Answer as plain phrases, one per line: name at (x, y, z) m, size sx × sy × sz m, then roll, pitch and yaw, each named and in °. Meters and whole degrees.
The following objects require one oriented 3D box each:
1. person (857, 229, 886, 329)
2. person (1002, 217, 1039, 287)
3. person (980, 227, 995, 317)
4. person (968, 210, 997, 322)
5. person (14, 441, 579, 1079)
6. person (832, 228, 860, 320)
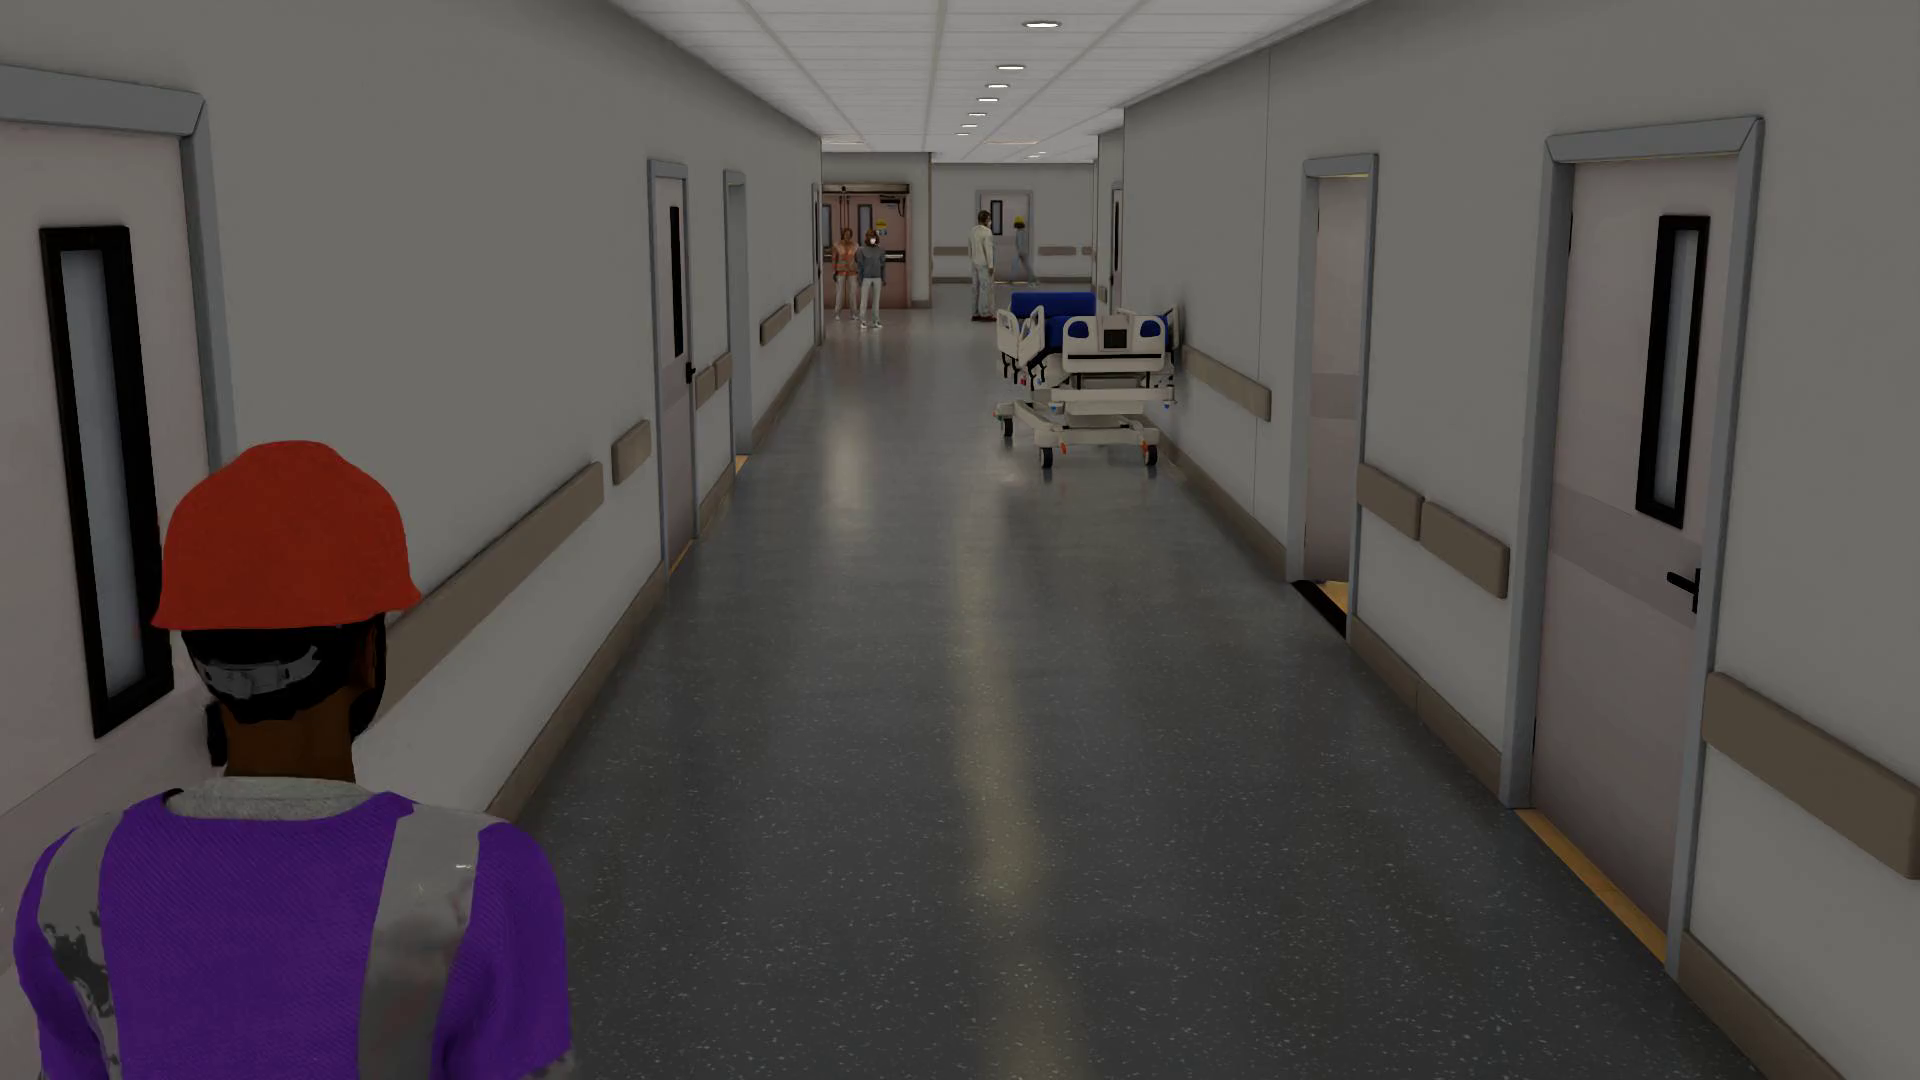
person at (-1.459, -4.317, 27.526) m, size 0.501 × 1.633 × 0.282 m, roll -5°, pitch 13°, yaw -23°
person at (1.513, -7.018, 40.521) m, size 0.894 × 1.702 × 0.499 m, roll 3°, pitch 12°, yaw 13°
person at (0.454, -4.695, 29.345) m, size 0.307 × 1.645 × 0.519 m, roll -5°, pitch 13°, yaw -24°
person at (0.384, -4.780, 29.050) m, size 0.373 × 1.936 × 0.627 m, roll -8°, pitch 14°, yaw -33°
person at (-0.655, 0.852, 1.712) m, size 0.562 × 1.901 × 0.819 m, roll 1°, pitch 12°, yaw 7°
person at (-1.993, -4.685, 29.350) m, size 0.530 × 1.628 × 0.321 m, roll -2°, pitch 12°, yaw -10°
